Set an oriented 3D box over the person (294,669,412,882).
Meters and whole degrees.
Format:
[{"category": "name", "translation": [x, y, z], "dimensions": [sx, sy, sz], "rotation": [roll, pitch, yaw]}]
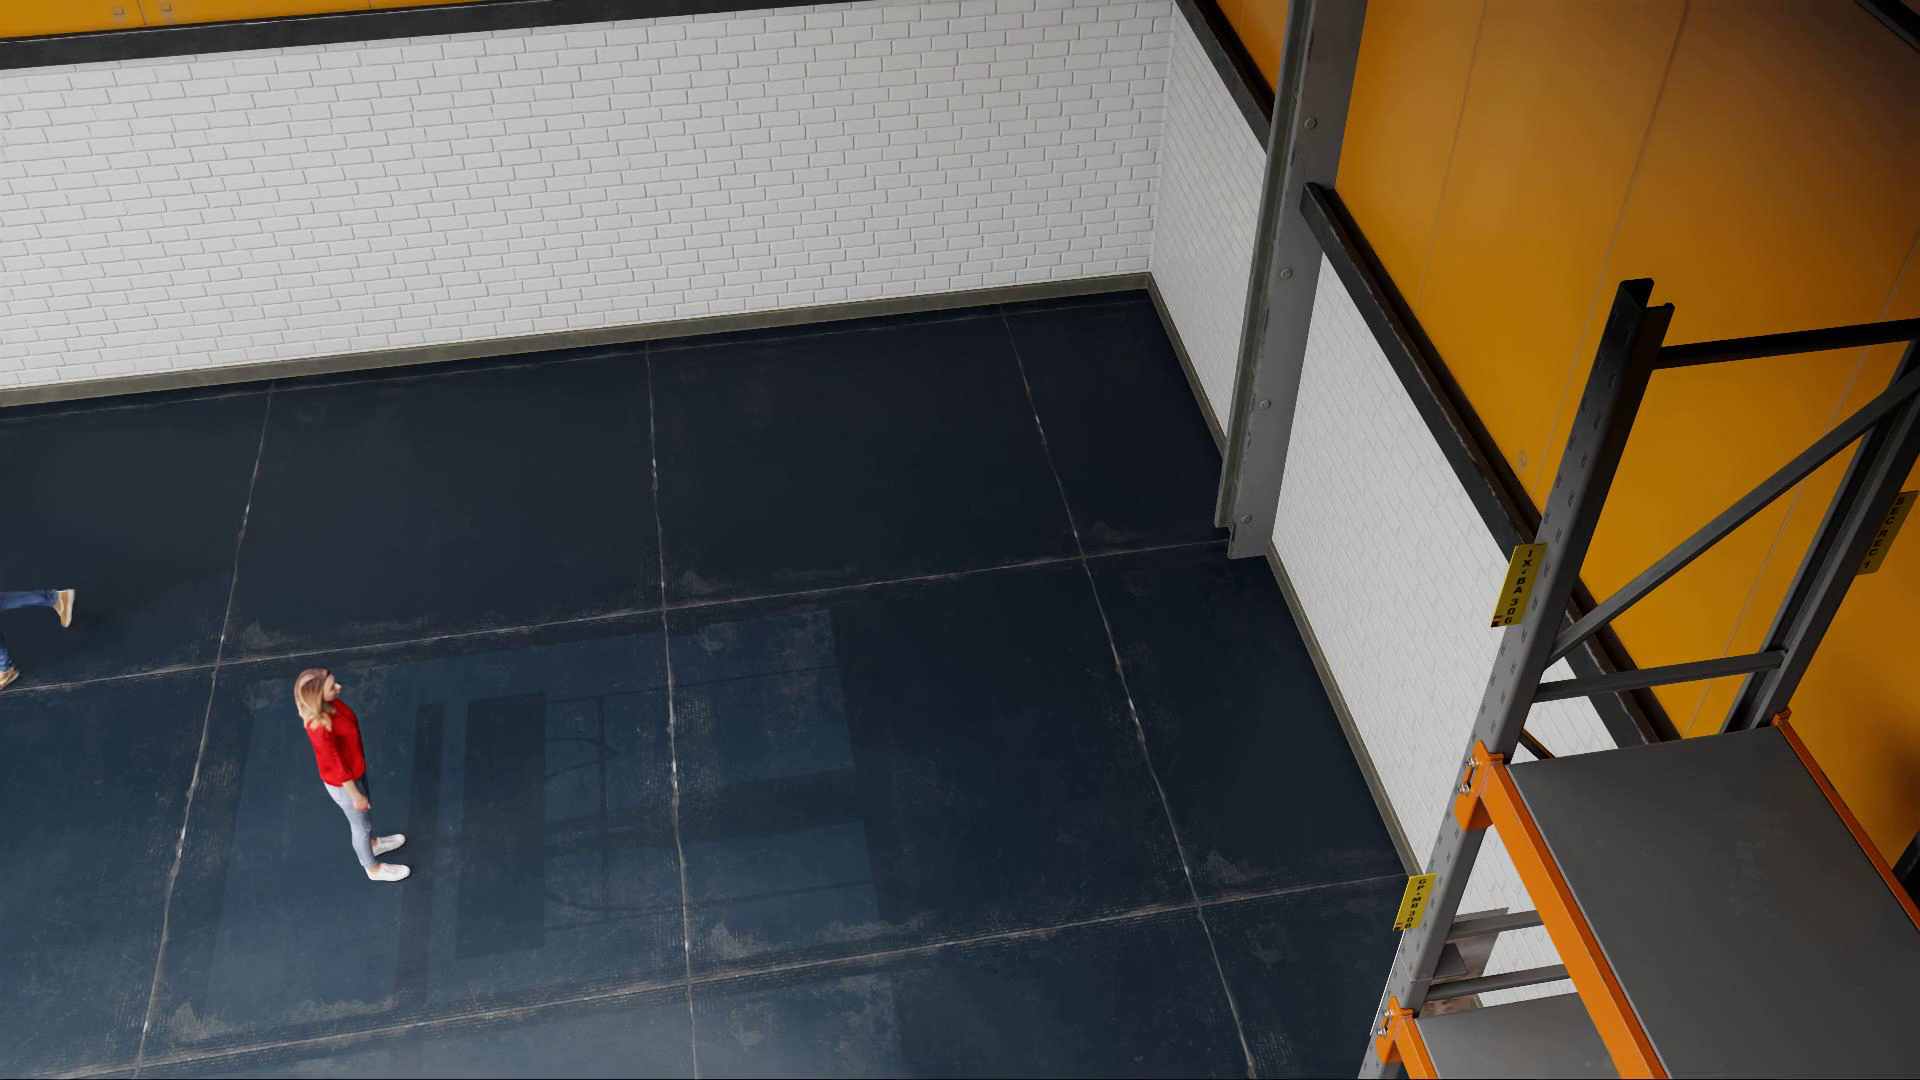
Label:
[{"category": "person", "translation": [-3.494, 1.330, 9.481], "dimensions": [0.706, 1.705, 0.496], "rotation": [-14, 45, -14]}]
